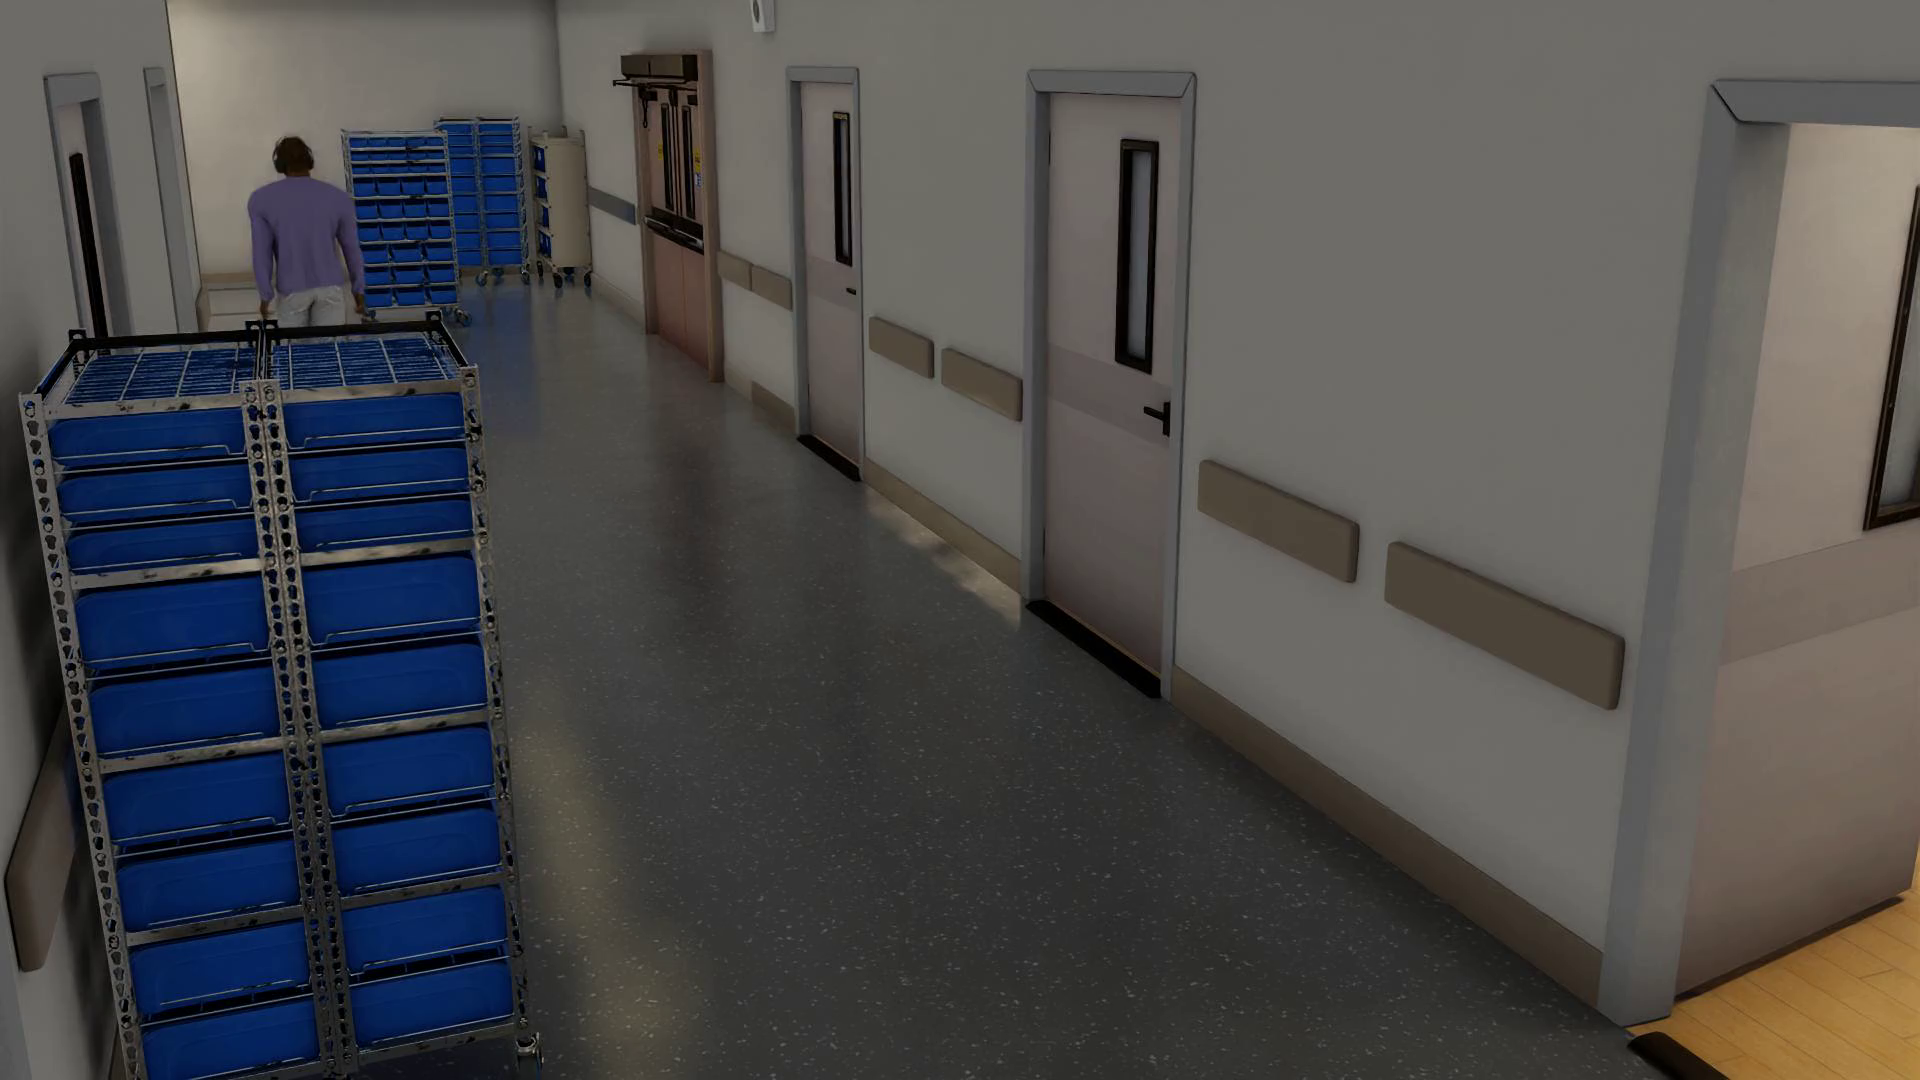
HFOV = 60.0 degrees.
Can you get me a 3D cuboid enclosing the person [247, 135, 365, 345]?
[{"bbox_3d":[-4.146,-1.600,10.625,0.665,1.907,0.756,-8,18,-25],"label":"person"}]
